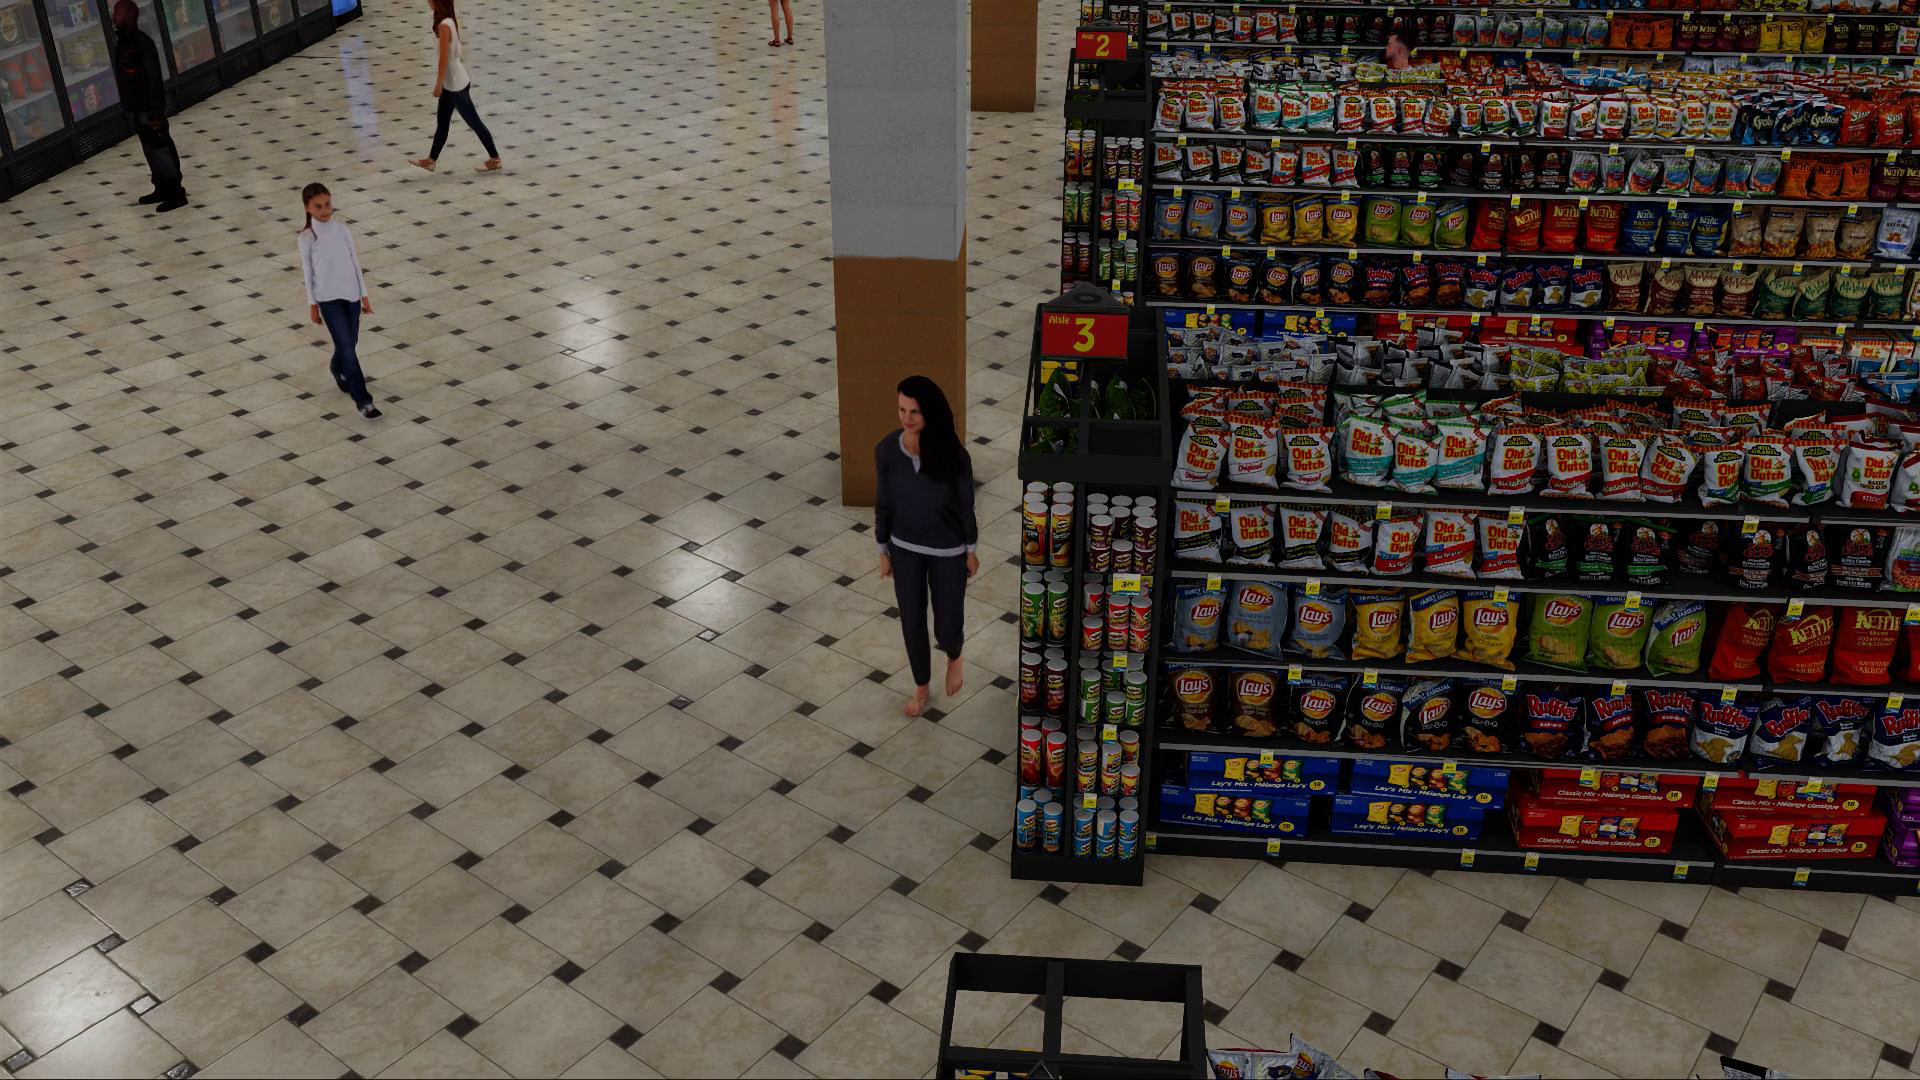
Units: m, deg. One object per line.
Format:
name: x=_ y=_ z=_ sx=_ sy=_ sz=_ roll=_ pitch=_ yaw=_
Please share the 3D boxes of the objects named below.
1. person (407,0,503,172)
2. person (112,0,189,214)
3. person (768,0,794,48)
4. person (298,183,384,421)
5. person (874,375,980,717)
person: x=-4.653 y=-4.287 z=15.640 sx=1.182 sy=1.741 sz=0.912 roll=-9 pitch=30 yaw=-16
person: x=-7.233 y=-3.887 z=14.820 sx=0.762 sy=1.826 sz=0.854 roll=24 pitch=36 yaw=36
person: x=-2.282 y=-6.992 z=20.749 sx=0.654 sy=1.592 sz=0.724 roll=-19 pitch=34 yaw=-31
person: x=-4.109 y=-1.588 z=10.925 sx=0.972 sy=1.522 sz=1.071 roll=-25 pitch=37 yaw=-37
person: x=-0.129 y=0.008 z=7.758 sx=0.670 sy=1.756 sz=0.742 roll=7 pitch=29 yaw=13
